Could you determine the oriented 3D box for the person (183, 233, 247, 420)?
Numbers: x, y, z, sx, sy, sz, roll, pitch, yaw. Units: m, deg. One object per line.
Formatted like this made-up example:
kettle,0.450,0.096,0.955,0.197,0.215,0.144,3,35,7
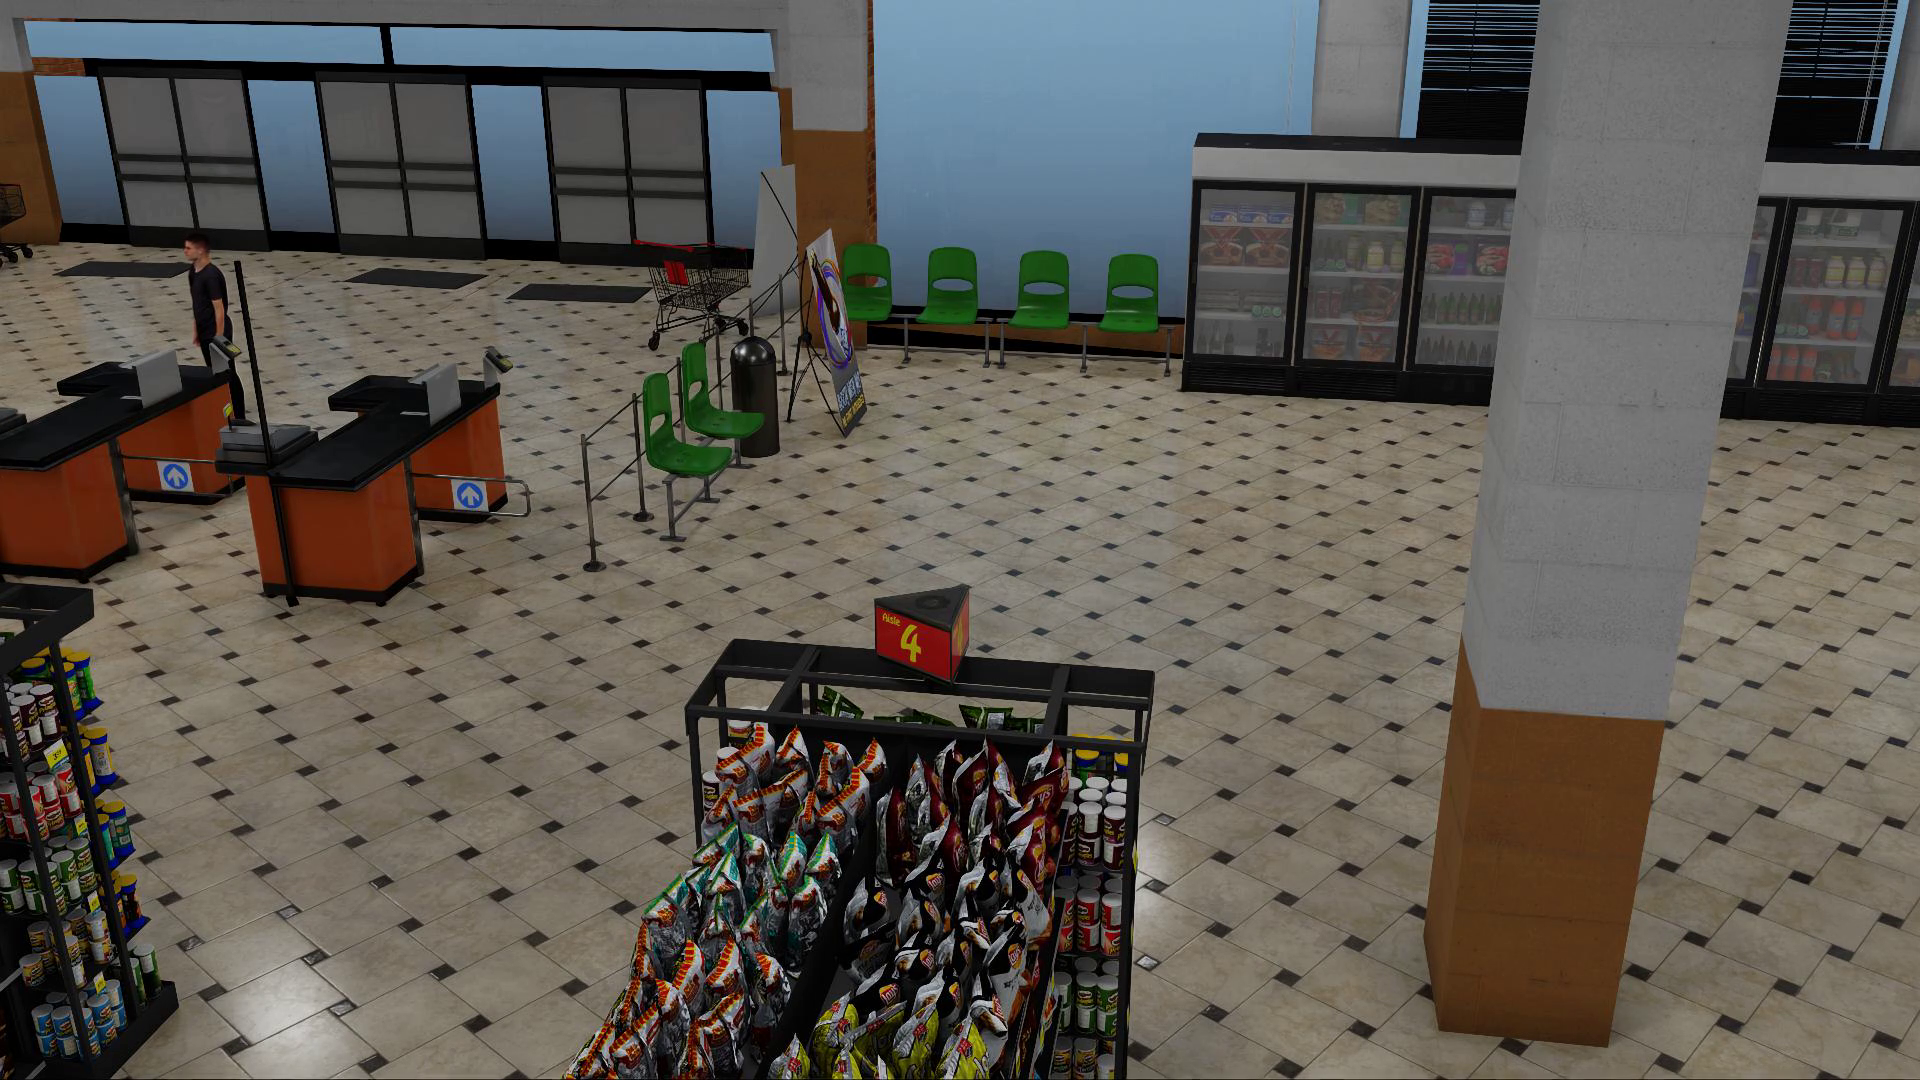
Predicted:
person,-6.471,-1.790,14.430,0.721,1.764,0.732,20,29,40
